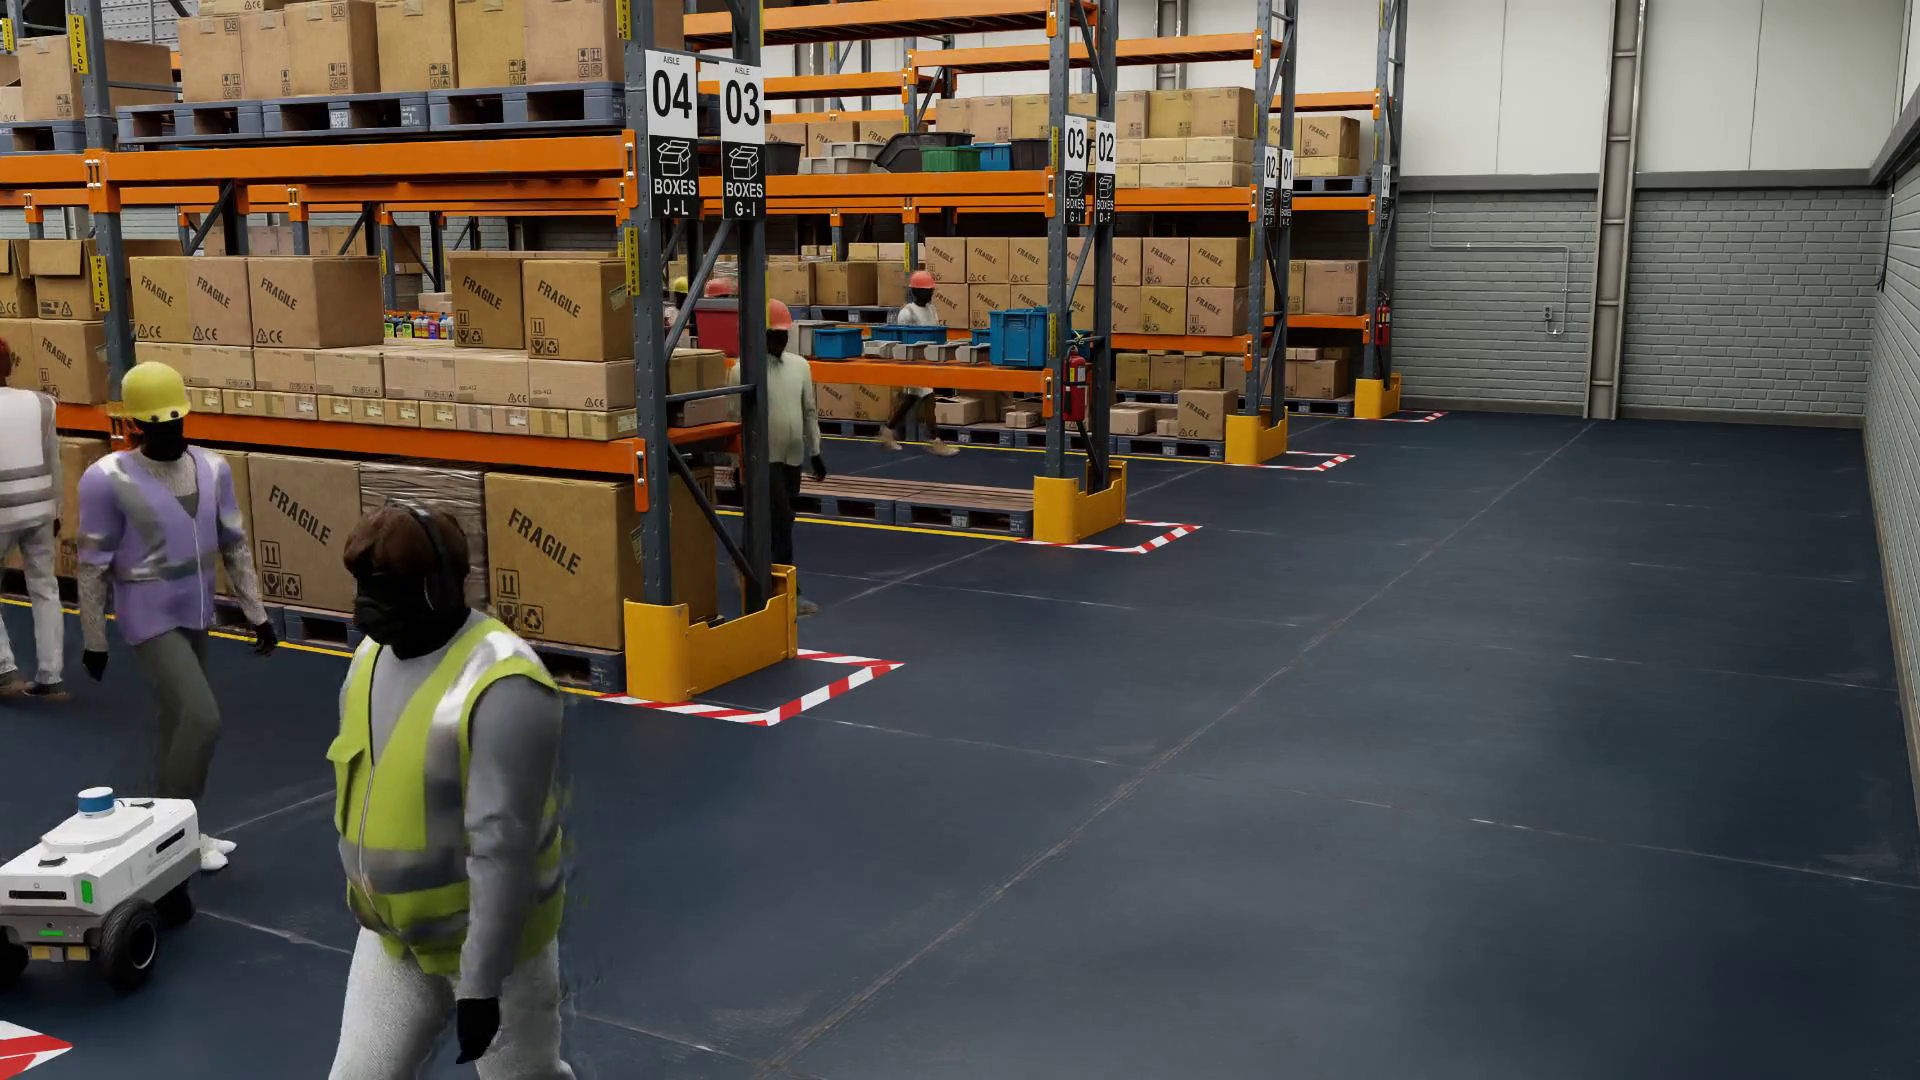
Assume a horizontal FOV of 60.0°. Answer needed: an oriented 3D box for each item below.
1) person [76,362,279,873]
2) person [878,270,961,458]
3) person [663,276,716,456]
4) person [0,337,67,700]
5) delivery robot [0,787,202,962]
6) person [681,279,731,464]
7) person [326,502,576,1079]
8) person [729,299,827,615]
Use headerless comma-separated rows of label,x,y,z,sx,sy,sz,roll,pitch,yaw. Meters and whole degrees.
person,-2.845,0.292,6.121,0.523,1.904,0.569,2,11,10
person,-0.490,-1.889,17.814,1.062,2.000,0.607,5,11,25
person,-2.921,-1.832,17.665,0.449,1.917,0.607,5,12,26
person,-4.789,-0.101,8.379,0.540,1.869,0.596,7,12,32
delivery robot,-2.795,1.049,5.421,0.477,0.478,0.707,1,10,3
person,-2.495,-1.697,16.981,0.886,1.896,0.542,-2,11,-11
person,-1.094,0.827,3.448,0.641,1.818,0.695,7,13,35
person,-1.220,-0.550,10.561,0.922,1.966,0.607,10,14,43
